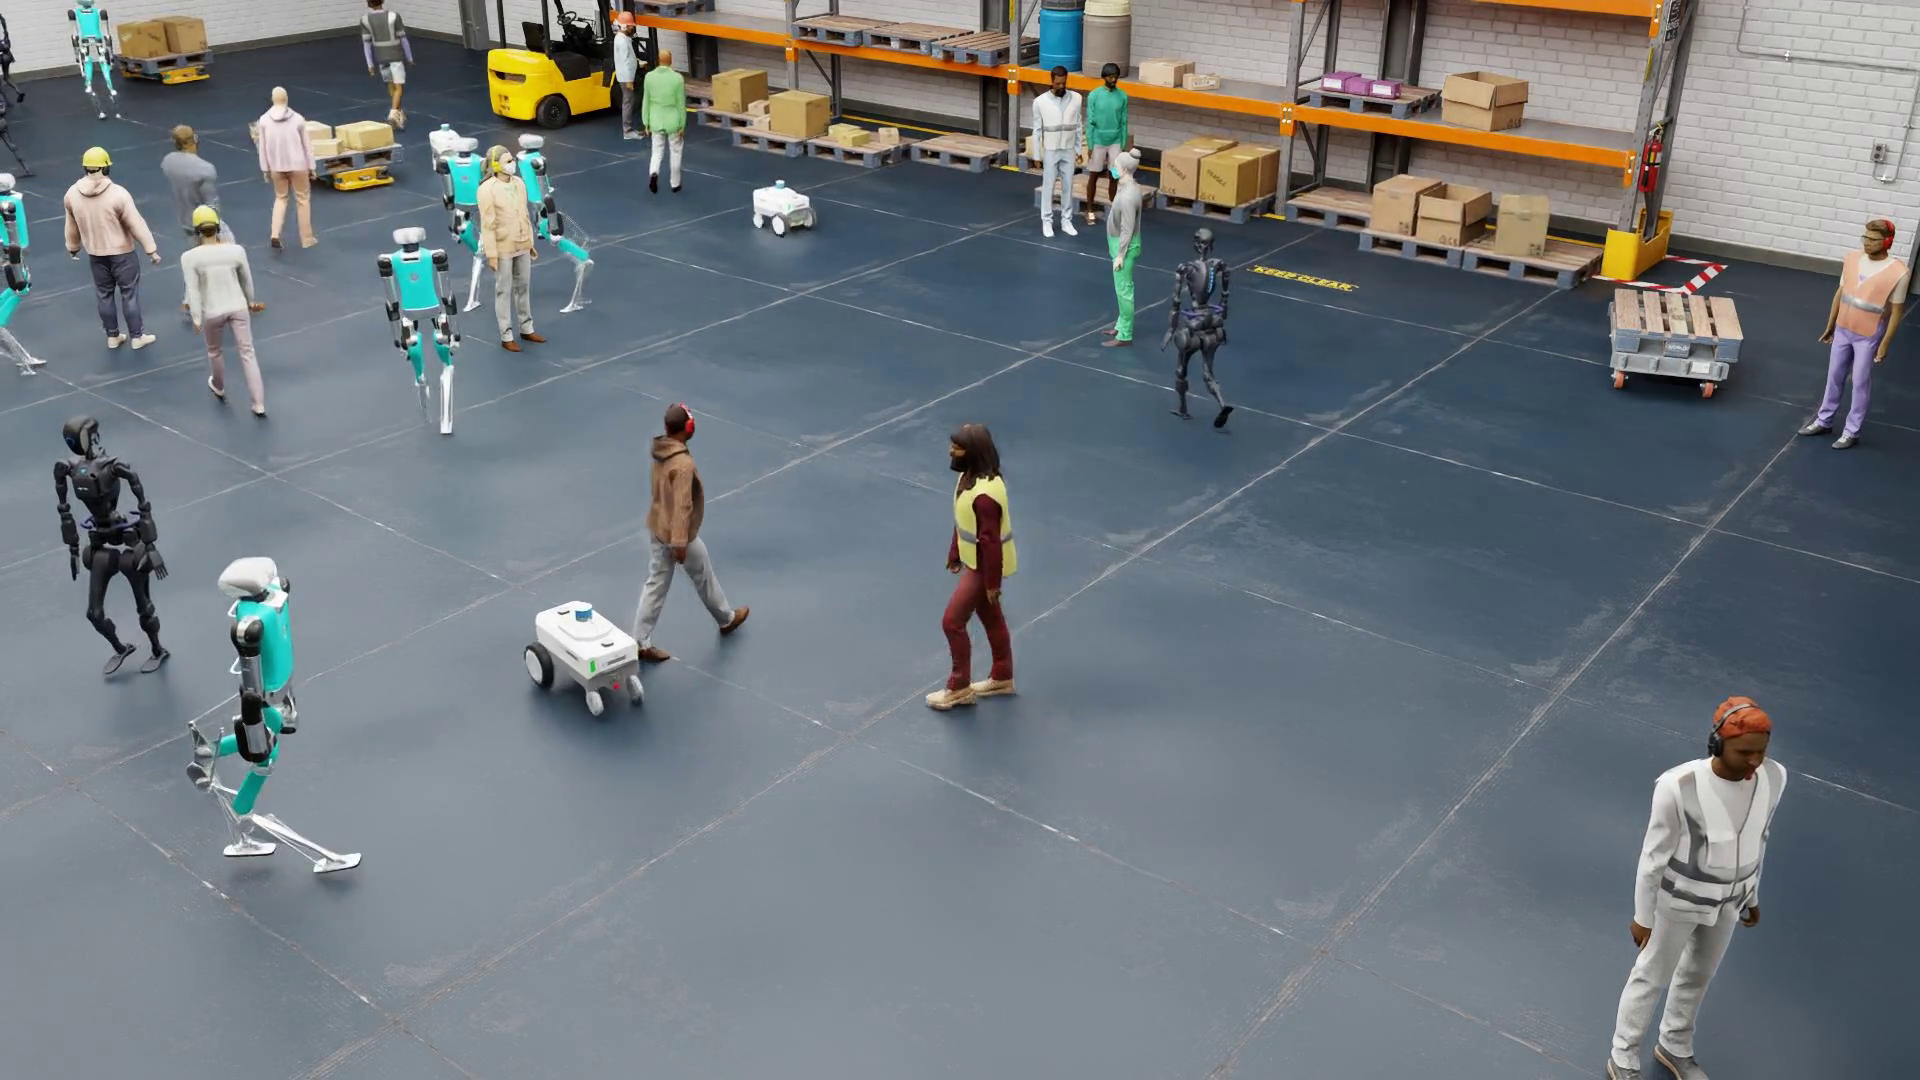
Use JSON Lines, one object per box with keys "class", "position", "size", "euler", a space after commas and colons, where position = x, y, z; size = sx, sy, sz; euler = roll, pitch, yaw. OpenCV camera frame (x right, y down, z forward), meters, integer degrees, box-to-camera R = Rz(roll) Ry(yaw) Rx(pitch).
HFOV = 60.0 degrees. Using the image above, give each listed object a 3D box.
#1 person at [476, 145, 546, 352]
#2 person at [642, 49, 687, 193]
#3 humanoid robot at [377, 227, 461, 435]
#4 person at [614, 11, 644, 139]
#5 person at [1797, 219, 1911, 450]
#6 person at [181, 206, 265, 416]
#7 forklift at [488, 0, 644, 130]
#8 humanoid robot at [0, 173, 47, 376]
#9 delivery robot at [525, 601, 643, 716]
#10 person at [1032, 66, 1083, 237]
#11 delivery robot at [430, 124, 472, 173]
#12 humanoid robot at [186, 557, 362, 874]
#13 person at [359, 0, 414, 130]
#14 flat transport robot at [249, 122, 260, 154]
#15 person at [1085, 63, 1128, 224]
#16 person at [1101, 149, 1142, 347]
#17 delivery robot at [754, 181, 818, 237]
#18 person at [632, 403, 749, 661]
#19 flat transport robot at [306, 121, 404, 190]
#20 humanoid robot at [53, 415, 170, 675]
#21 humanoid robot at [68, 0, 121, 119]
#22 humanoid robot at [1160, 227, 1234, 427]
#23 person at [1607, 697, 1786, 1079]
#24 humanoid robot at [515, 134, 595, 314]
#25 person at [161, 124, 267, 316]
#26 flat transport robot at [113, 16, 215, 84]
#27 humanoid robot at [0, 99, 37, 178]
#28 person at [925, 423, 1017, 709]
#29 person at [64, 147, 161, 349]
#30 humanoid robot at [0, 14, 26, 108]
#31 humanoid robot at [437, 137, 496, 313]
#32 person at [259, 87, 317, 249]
{"class": "person", "position": [-4.152, -2.687, 15.290], "size": [0.407, 1.877, 0.564], "euler": [16, 30, 29]}
{"class": "person", "position": [-3.634, -5.120, 20.461], "size": [0.554, 1.759, 0.604], "euler": [2, 26, 5]}
{"class": "humanoid robot", "position": [-4.280, -1.631, 13.392], "size": [0.548, 1.913, 0.722], "euler": [-6, 26, -11]}
{"class": "person", "position": [-4.668, -6.544, 23.428], "size": [0.352, 1.742, 0.572], "euler": [-5, 26, -11]}
{"class": "person", "position": [7.108, -1.627, 13.131], "size": [0.373, 1.840, 0.568], "euler": [-11, 28, -22]}
{"class": "person", "position": [-6.156, -1.927, 13.897], "size": [0.557, 1.712, 0.908], "euler": [-17, 31, -31]}
{"class": "forklift", "position": [-5.874, -7.334, 24.552], "size": [1.214, 2.155, 2.313], "euler": [19, 32, 34]}
{"class": "humanoid robot", "position": [-8.456, -2.308, 14.647], "size": [0.677, 1.779, 0.534], "euler": [-11, 28, -22]}
{"class": "delivery robot", "position": [-2.232, 0.655, 9.902], "size": [0.499, 0.610, 0.788], "euler": [-21, 33, -36]}
{"class": "person", "position": [1.099, -4.392, 18.788], "size": [0.603, 1.905, 0.418], "euler": [-9, 27, -18]}
{"class": "delivery robot", "position": [-6.751, -5.165, 21.959], "size": [0.499, 0.613, 0.811], "euler": [-12, 28, -24]}
{"class": "humanoid robot", "position": [-3.468, 0.900, 8.027], "size": [0.940, 1.761, 0.546], "euler": [-2, 26, -3]}
{"class": "person", "position": [-8.262, -6.937, 23.980], "size": [0.655, 2.001, 0.956], "euler": [0, 26, -1]}
{"class": "flat transport robot", "position": [-9.519, -5.629, 23.228], "size": [0.659, 0.231, 1.431], "euler": [-12, 28, -23]}
{"class": "person", "position": [1.697, -4.602, 19.299], "size": [0.504, 1.842, 0.390], "euler": [-4, 26, -8]}
{"class": "person", "position": [1.502, -2.704, 15.367], "size": [0.341, 1.839, 0.511], "euler": [3, 26, 6]}
{"class": "delivery robot", "position": [-2.060, -3.843, 19.191], "size": [0.499, 0.587, 0.772], "euler": [-23, 34, -39]}
{"class": "person", "position": [-1.697, -0.041, 10.124], "size": [0.863, 1.584, 0.509], "euler": [-18, 31, -33]}
{"class": "flat transport robot", "position": [-7.925, -4.753, 21.414], "size": [0.659, 0.231, 1.431], "euler": [-22, 33, -37]}
{"class": "humanoid robot", "position": [-5.007, 0.043, 9.863], "size": [0.608, 1.652, 0.365], "euler": [2, 26, 4]}
{"class": "humanoid robot", "position": [-12.726, -7.048, 24.478], "size": [0.562, 1.791, 0.677], "euler": [-10, 28, -20]}
{"class": "humanoid robot", "position": [1.974, -1.714, 13.532], "size": [0.614, 1.635, 0.647], "euler": [-13, 29, -25]}
{"class": "person", "position": [2.970, 1.460, 6.691], "size": [0.585, 1.882, 0.342], "euler": [-7, 27, -14]}
{"class": "humanoid robot", "position": [-3.900, -3.070, 16.341], "size": [0.735, 1.872, 0.551], "euler": [-17, 31, -31]}
{"class": "person", "position": [-7.289, -3.050, 16.015], "size": [0.620, 1.896, 0.673], "euler": [10, 28, 21]}
{"class": "flat transport robot", "position": [-13.246, -7.803, 27.731], "size": [1.431, 0.231, 0.659], "euler": [16, 30, 30]}
{"class": "humanoid robot", "position": [-12.321, -5.382, 21.124], "size": [0.722, 1.628, 0.603], "euler": [-13, 29, -25]}
{"class": "person", "position": [0.027, 0.154, 9.550], "size": [0.693, 1.742, 0.497], "euler": [-4, 26, -7]}
{"class": "person", "position": [-7.790, -2.653, 15.247], "size": [0.820, 1.853, 0.434], "euler": [0, 26, 0]}
{"class": "humanoid robot", "position": [-14.684, -7.440, 25.367], "size": [0.418, 1.646, 0.595], "euler": [10, 28, 20]}
{"class": "humanoid robot", "position": [-4.715, -3.118, 16.335], "size": [0.530, 1.771, 0.755], "euler": [0, 26, 0]}
{"class": "person", "position": [-7.367, -4.049, 18.248], "size": [0.557, 1.765, 0.511], "euler": [-3, 26, -6]}
